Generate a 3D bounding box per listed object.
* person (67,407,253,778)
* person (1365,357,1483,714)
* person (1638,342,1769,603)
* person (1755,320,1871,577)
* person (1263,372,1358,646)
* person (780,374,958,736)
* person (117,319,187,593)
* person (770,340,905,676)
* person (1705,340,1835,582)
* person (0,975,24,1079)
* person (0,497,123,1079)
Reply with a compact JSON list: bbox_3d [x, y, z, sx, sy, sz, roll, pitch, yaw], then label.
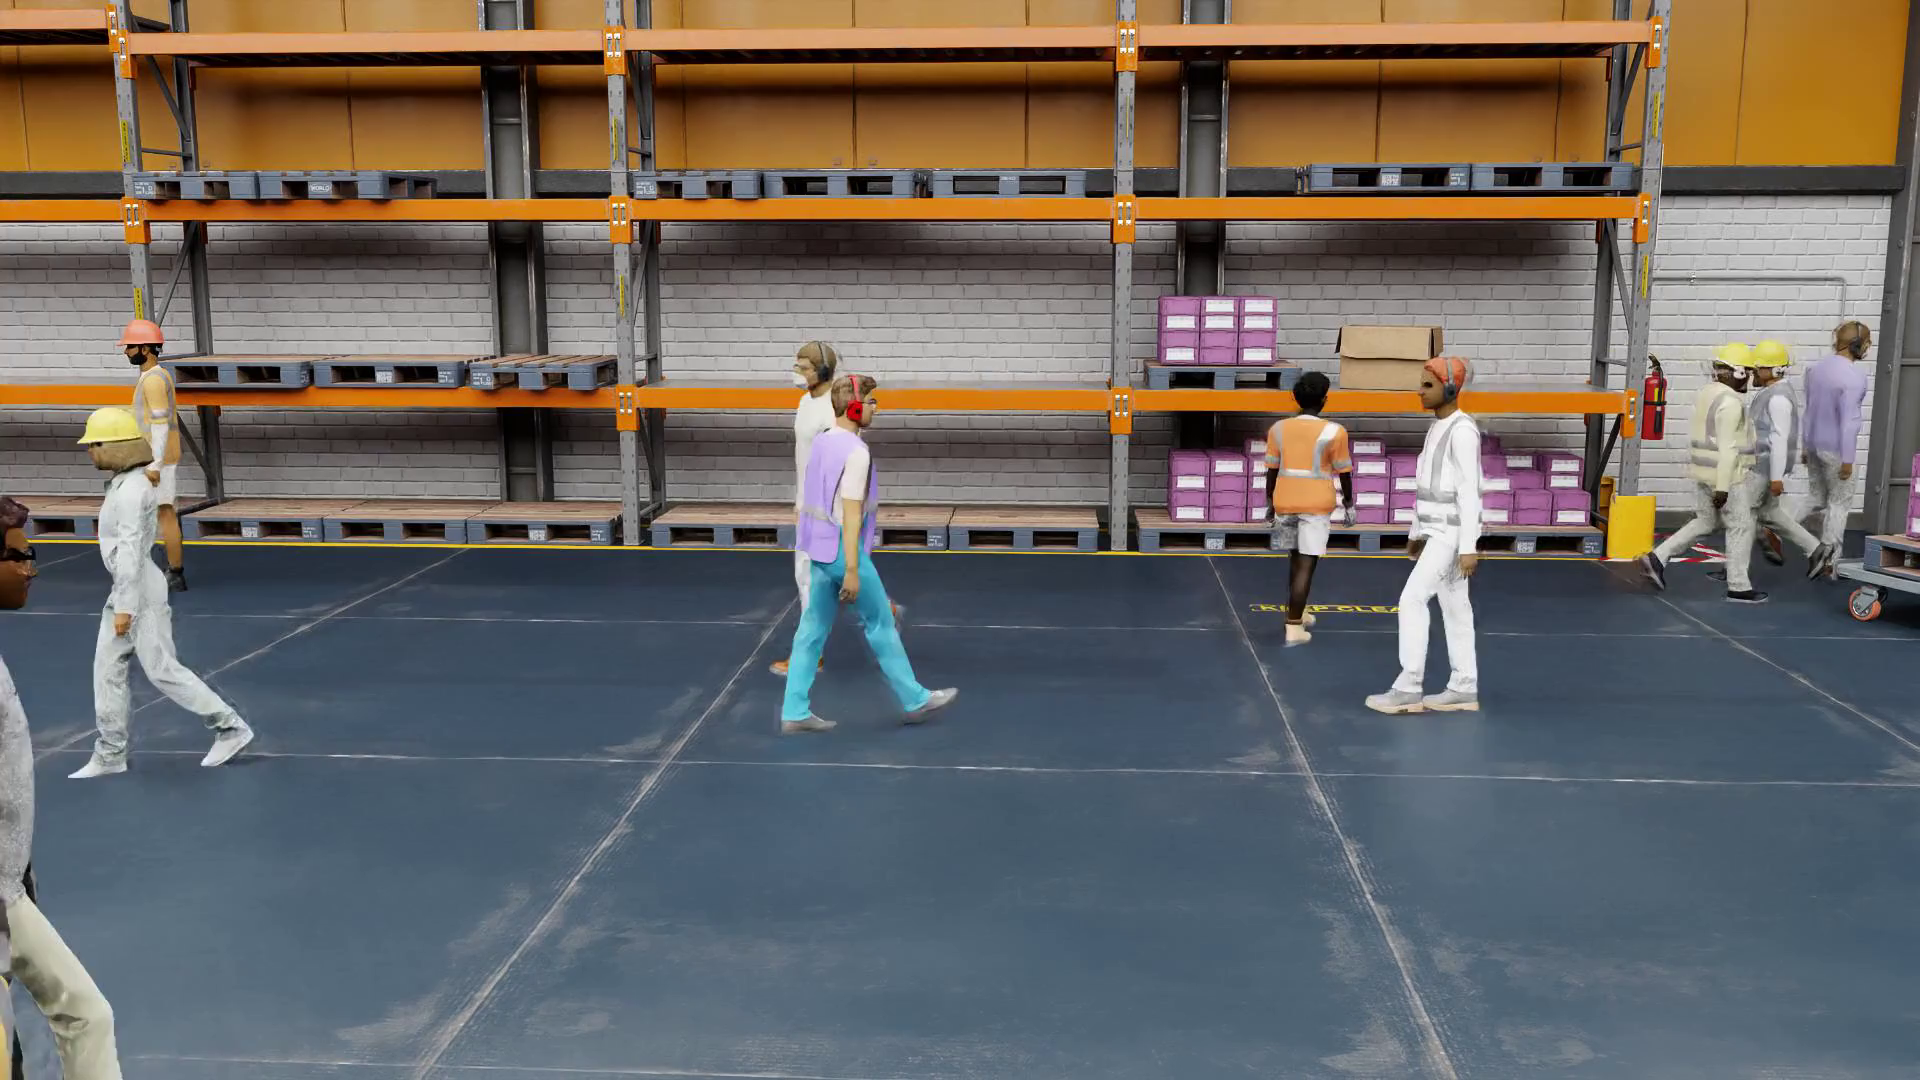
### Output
[{"bbox_3d":[-3.698,0.247,7.607,0.794,1.727,0.494,-6,11,-32],"label":"person"},{"bbox_3d":[2.400,-0.015,8.641,0.748,1.859,0.617,1,10,5],"label":"person"},{"bbox_3d":[5.168,-0.462,11.464,0.780,1.801,0.594,1,10,4],"label":"person"},{"bbox_3d":[6.352,-0.664,12.303,0.668,1.915,0.656,0,10,-2],"label":"person"},{"bbox_3d":[2.196,-0.204,10.322,0.544,1.672,0.720,9,13,42],"label":"person"},{"bbox_3d":[-0.495,0.073,8.308,0.950,1.792,0.594,-5,11,-26],"label":"person"},{"bbox_3d":[-5.697,-0.586,11.760,0.347,1.943,0.545,-5,11,-26],"label":"person"},{"bbox_3d":[-0.710,-0.189,9.524,0.765,1.916,0.636,-3,10,-18],"label":"person"},{"bbox_3d":[5.886,-0.547,11.978,0.775,1.789,0.591,5,11,25],"label":"person"},{"bbox_3d":[-1.362,1.147,2.066,0.983,1.801,0.625,-2,10,-13],"label":"person"},{"bbox_3d":[-2.170,0.798,3.943,0.562,1.837,0.845,9,13,43],"label":"person"}]
